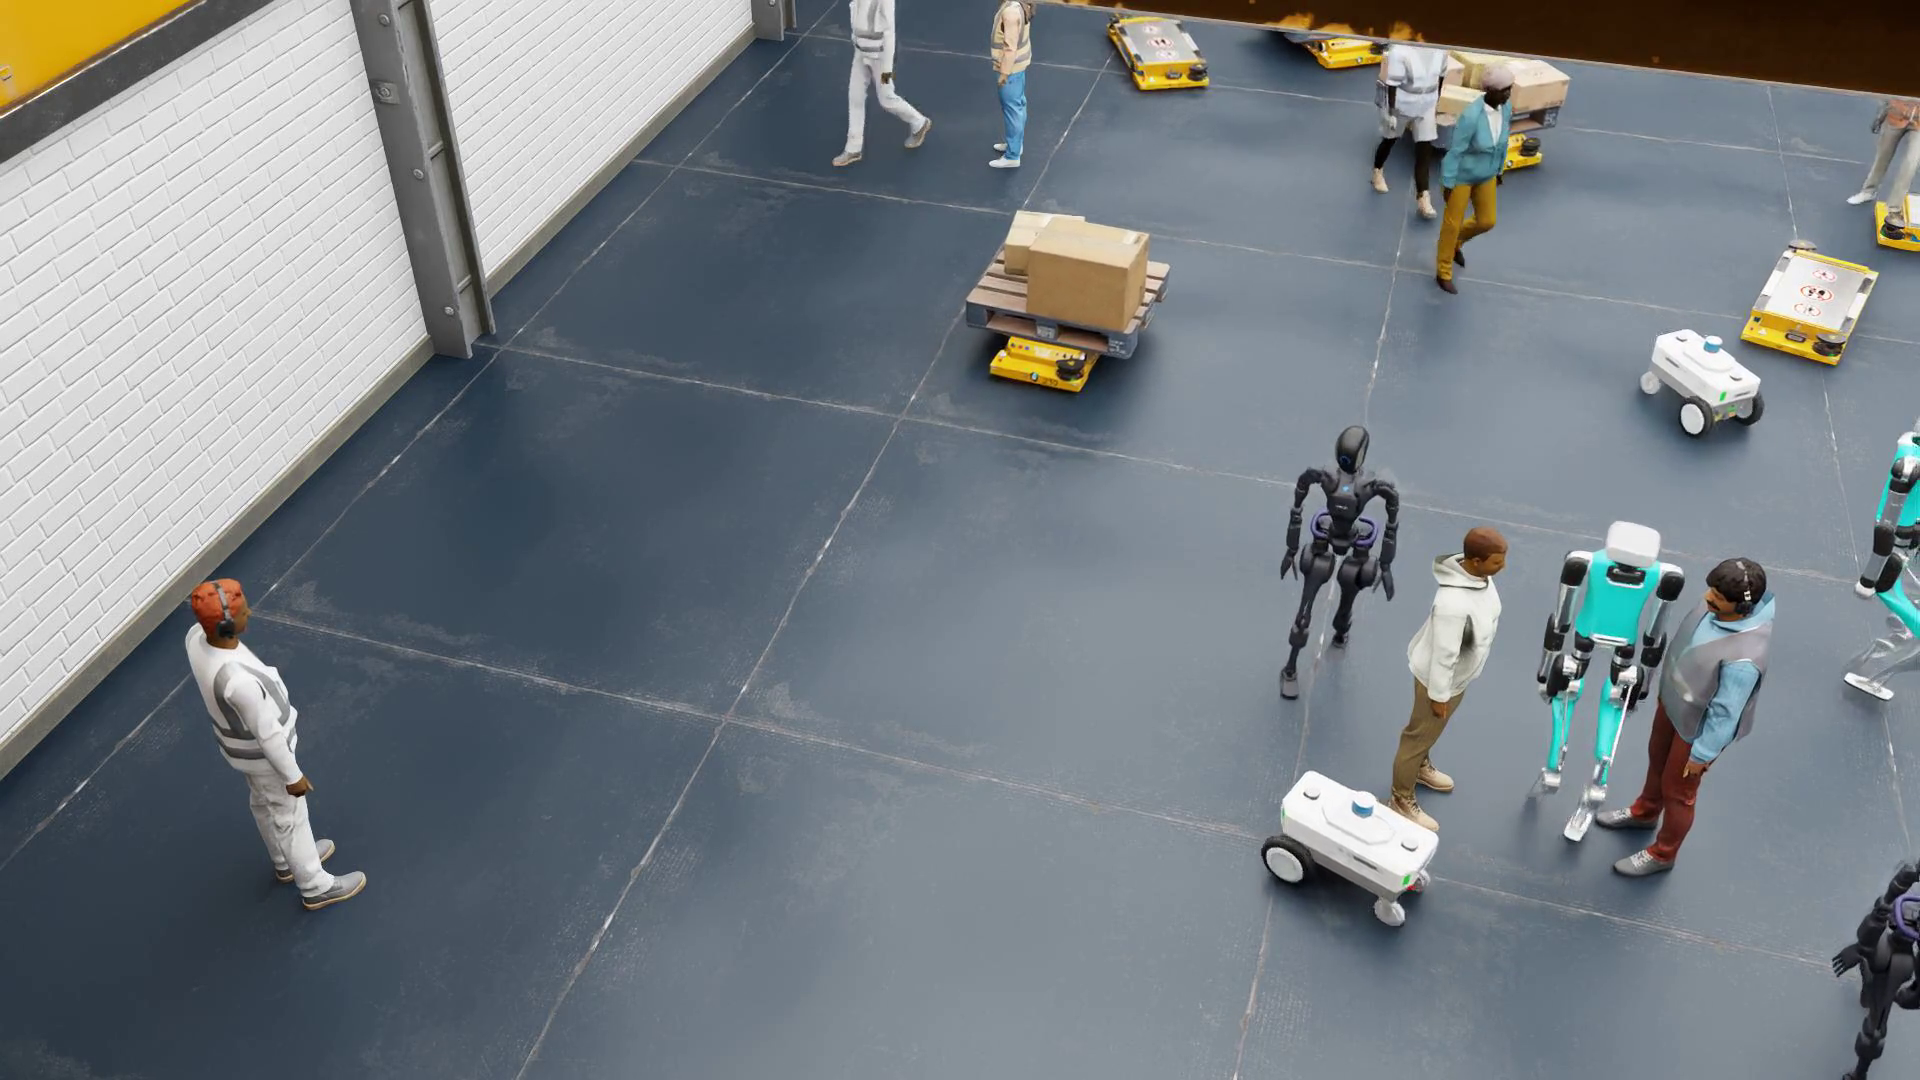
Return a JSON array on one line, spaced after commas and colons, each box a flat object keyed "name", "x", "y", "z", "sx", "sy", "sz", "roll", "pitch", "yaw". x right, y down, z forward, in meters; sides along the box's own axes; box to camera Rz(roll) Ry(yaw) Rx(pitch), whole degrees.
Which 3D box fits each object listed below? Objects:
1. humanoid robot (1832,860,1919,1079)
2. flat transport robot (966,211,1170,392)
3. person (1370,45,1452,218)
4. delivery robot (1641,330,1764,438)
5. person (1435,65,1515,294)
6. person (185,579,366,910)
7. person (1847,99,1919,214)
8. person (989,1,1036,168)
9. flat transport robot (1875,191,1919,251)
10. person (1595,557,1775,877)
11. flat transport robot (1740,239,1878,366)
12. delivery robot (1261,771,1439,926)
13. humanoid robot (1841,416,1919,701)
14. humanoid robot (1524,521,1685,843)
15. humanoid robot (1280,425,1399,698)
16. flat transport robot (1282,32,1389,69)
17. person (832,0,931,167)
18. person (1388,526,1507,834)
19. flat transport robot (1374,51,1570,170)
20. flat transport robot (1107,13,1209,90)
[{"name": "humanoid robot", "x": 3.984, "y": 1.632, "z": 6.883, "sx": 0.613, "sy": 1.633, "sz": 0.745, "roll": 9, "pitch": 40, "yaw": 12}, {"name": "flat transport robot", "x": 0.768, "y": -1.557, "z": 11.941, "sx": 0.659, "sy": 0.231, "sz": 1.431, "roll": 14, "pitch": 41, "yaw": 17}, {"name": "person", "x": 3.585, "y": -3.411, "z": 13.139, "sx": 0.537, "sy": 1.646, "sz": 0.846, "roll": -6, "pitch": 39, "yaw": -7}, {"name": "delivery robot", "x": 4.970, "y": -1.065, "z": 11.112, "sx": 0.499, "sy": 0.609, "sz": 0.805, "roll": -14, "pitch": 41, "yaw": -17}, {"name": "person", "x": 3.710, "y": -2.648, "z": 12.123, "sx": 0.554, "sy": 1.739, "sz": 0.408, "roll": -15, "pitch": 41, "yaw": -18}, {"name": "person", "x": -3.151, "y": 0.934, "z": 7.552, "sx": 0.356, "sy": 1.887, "sz": 0.572, "roll": -31, "pitch": 48, "yaw": -33}, {"name": "person", "x": 7.418, "y": -3.260, "z": 12.996, "sx": 0.532, "sy": 1.603, "sz": 0.587, "roll": 21, "pitch": 43, "yaw": 24}, {"name": "person", "x": 0.439, "y": -3.926, "z": 13.723, "sx": 0.365, "sy": 1.729, "sz": 0.485, "roll": 6, "pitch": 39, "yaw": 8}, {"name": "flat transport robot", "x": 7.957, "y": -2.400, "z": 12.990, "sx": 1.431, "sy": 0.231, "sz": 0.659, "roll": 14, "pitch": 41, "yaw": 16}, {"name": "person", "x": 3.414, "y": 0.825, "z": 7.703, "sx": 0.420, "sy": 1.869, "sz": 0.544, "roll": 1, "pitch": 39, "yaw": 1}, {"name": "flat transport robot", "x": 6.248, "y": -1.753, "z": 12.185, "sx": 0.659, "sy": 0.231, "sz": 1.431, "roll": 23, "pitch": 44, "yaw": 25}, {"name": "delivery robot", "x": 1.876, "y": 1.441, "z": 7.994, "sx": 0.796, "sy": 0.606, "sz": 0.499, "roll": 26, "pitch": 46, "yaw": 29}, {"name": "humanoid robot", "x": 4.987, "y": 0.215, "z": 8.625, "sx": 0.746, "sy": 1.862, "sz": 0.540, "roll": 31, "pitch": 48, "yaw": 32}, {"name": "humanoid robot", "x": 2.980, "y": 0.812, "z": 7.838, "sx": 0.531, "sy": 1.804, "sz": 0.772, "roll": 9, "pitch": 40, "yaw": 12}, {"name": "humanoid robot", "x": 2.012, "y": 0.095, "z": 8.788, "sx": 0.616, "sy": 1.641, "sz": 0.623, "roll": 13, "pitch": 41, "yaw": 16}, {"name": "flat transport robot", "x": 3.571, "y": -4.974, "z": 16.191, "sx": 0.659, "sy": 0.231, "sz": 1.431, "roll": -11, "pitch": 40, "yaw": -13}, {"name": "person", "x": -0.667, "y": -4.035, "z": 13.763, "sx": 0.878, "sy": 1.856, "sz": 0.585, "roll": -23, "pitch": 44, "yaw": -26}, {"name": "person", "x": 2.326, "y": 0.640, "z": 8.013, "sx": 0.374, "sy": 1.767, "sz": 0.519, "roll": 19, "pitch": 42, "yaw": 22}, {"name": "flat transport robot", "x": 4.364, "y": -3.599, "z": 14.481, "sx": 0.659, "sy": 0.231, "sz": 1.431, "roll": -14, "pitch": 41, "yaw": -16}, {"name": "flat transport robot", "x": 1.868, "y": -4.651, "z": 15.790, "sx": 0.659, "sy": 0.231, "sz": 1.431, "roll": -5, "pitch": 39, "yaw": -7}]
